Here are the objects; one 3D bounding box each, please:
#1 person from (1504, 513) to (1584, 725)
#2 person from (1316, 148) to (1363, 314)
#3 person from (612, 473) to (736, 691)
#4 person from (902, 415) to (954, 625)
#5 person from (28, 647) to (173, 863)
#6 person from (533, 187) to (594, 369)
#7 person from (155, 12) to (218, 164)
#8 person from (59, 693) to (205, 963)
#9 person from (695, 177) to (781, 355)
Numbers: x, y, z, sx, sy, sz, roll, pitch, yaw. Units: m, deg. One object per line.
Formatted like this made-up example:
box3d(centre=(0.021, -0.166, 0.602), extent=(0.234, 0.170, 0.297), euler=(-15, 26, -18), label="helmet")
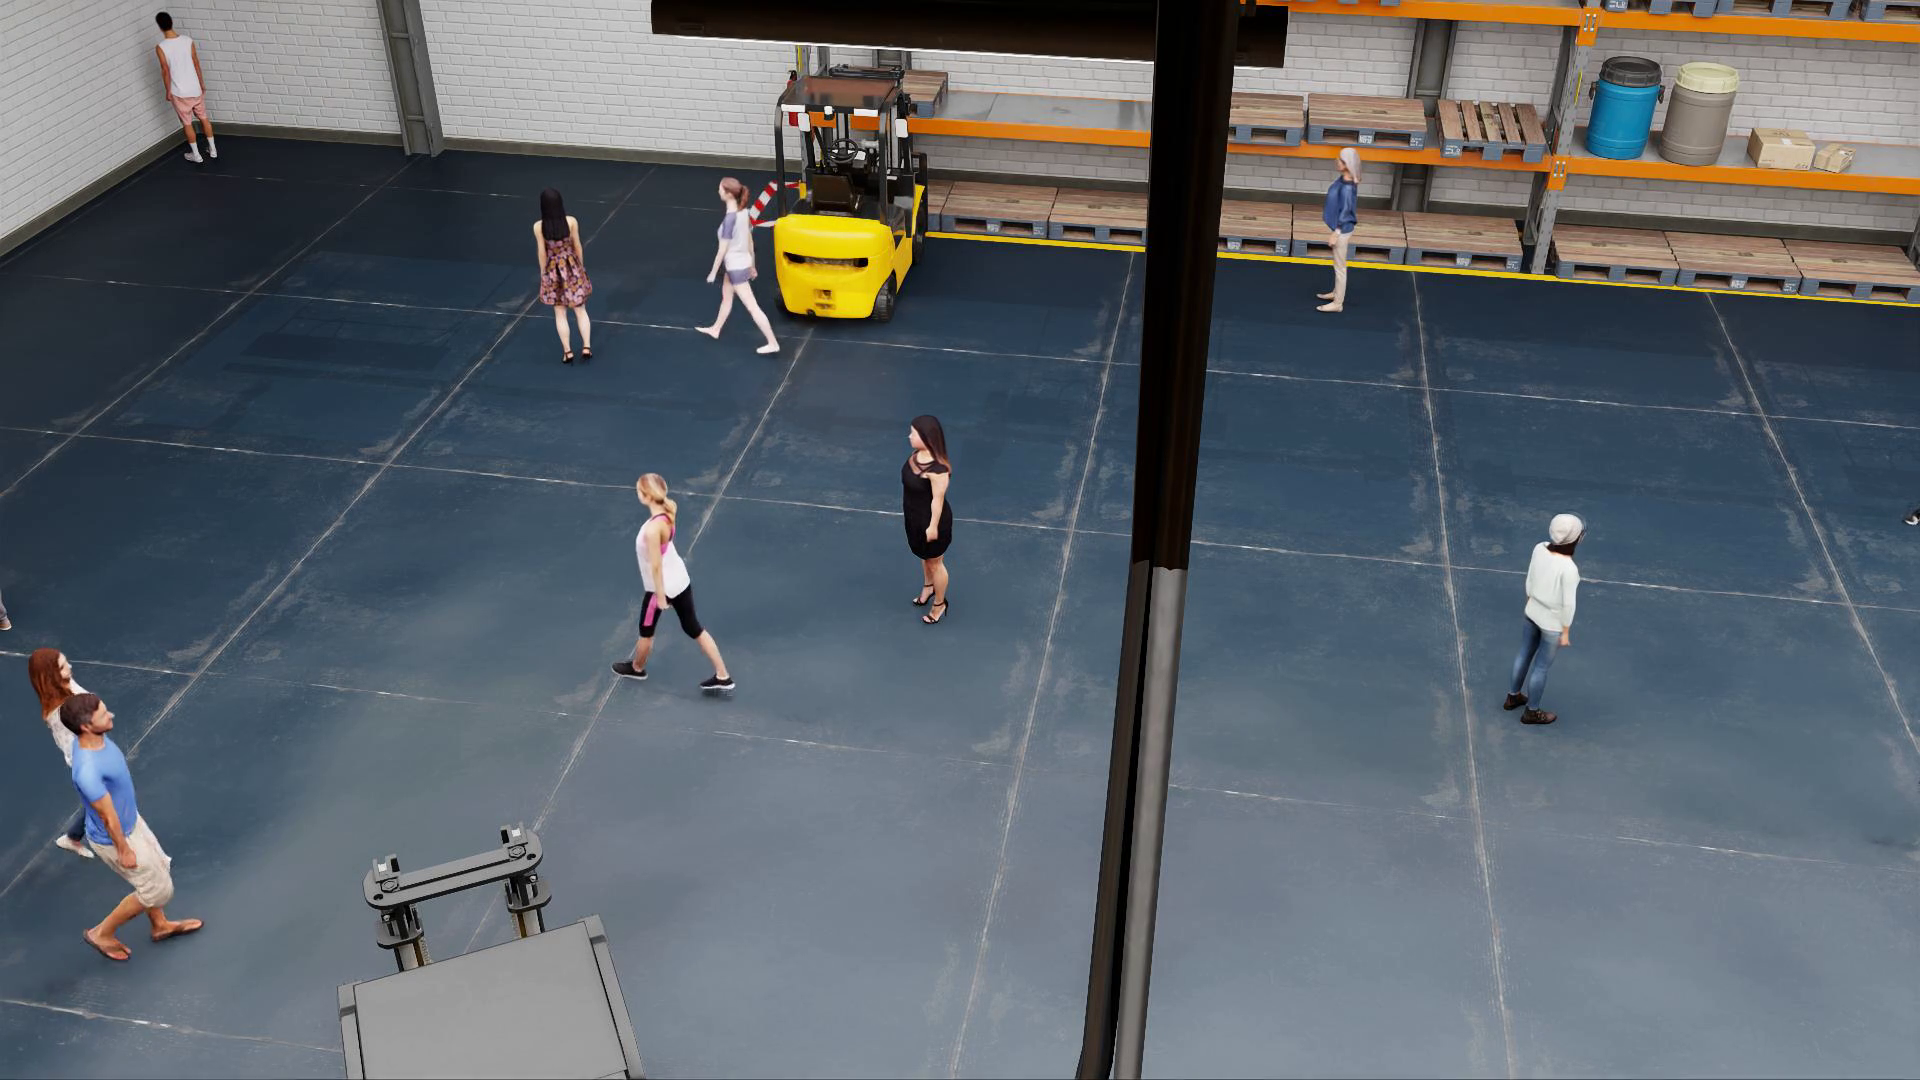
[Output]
box3d(centre=(3.964, 0.518, 11.228), extent=(0.663, 1.644, 0.645), euler=(-13, 36, -18), label="person")
box3d(centre=(3.824, -3.111, 16.639), extent=(0.557, 1.699, 0.607), euler=(7, 34, 10), label="person")
box3d(centre=(-1.917, 0.343, 11.404), extent=(1.178, 1.740, 0.701), euler=(8, 35, 12), label="person")
box3d(centre=(-0.219, -0.163, 12.186), extent=(0.744, 1.718, 0.741), euler=(-9, 35, -13), label="person")
box3d(centre=(-5.271, 1.339, 9.925), extent=(0.943, 1.719, 0.818), euler=(-11, 35, -16), label="person")
box3d(centre=(-3.720, -2.464, 15.597), extent=(0.781, 1.774, 0.859), euler=(-13, 36, -19), label="person")
box3d(centre=(-9.376, -5.473, 20.117), extent=(0.748, 1.780, 0.732), euler=(27, 42, 34), label="person")
box3d(centre=(-4.813, 1.651, 9.338), extent=(0.964, 1.848, 0.870), euler=(-13, 36, -18), label="person")
box3d(centre=(-2.023, -2.551, 15.781), extent=(1.162, 1.716, 0.655), euler=(8, 35, 12), label="person")
